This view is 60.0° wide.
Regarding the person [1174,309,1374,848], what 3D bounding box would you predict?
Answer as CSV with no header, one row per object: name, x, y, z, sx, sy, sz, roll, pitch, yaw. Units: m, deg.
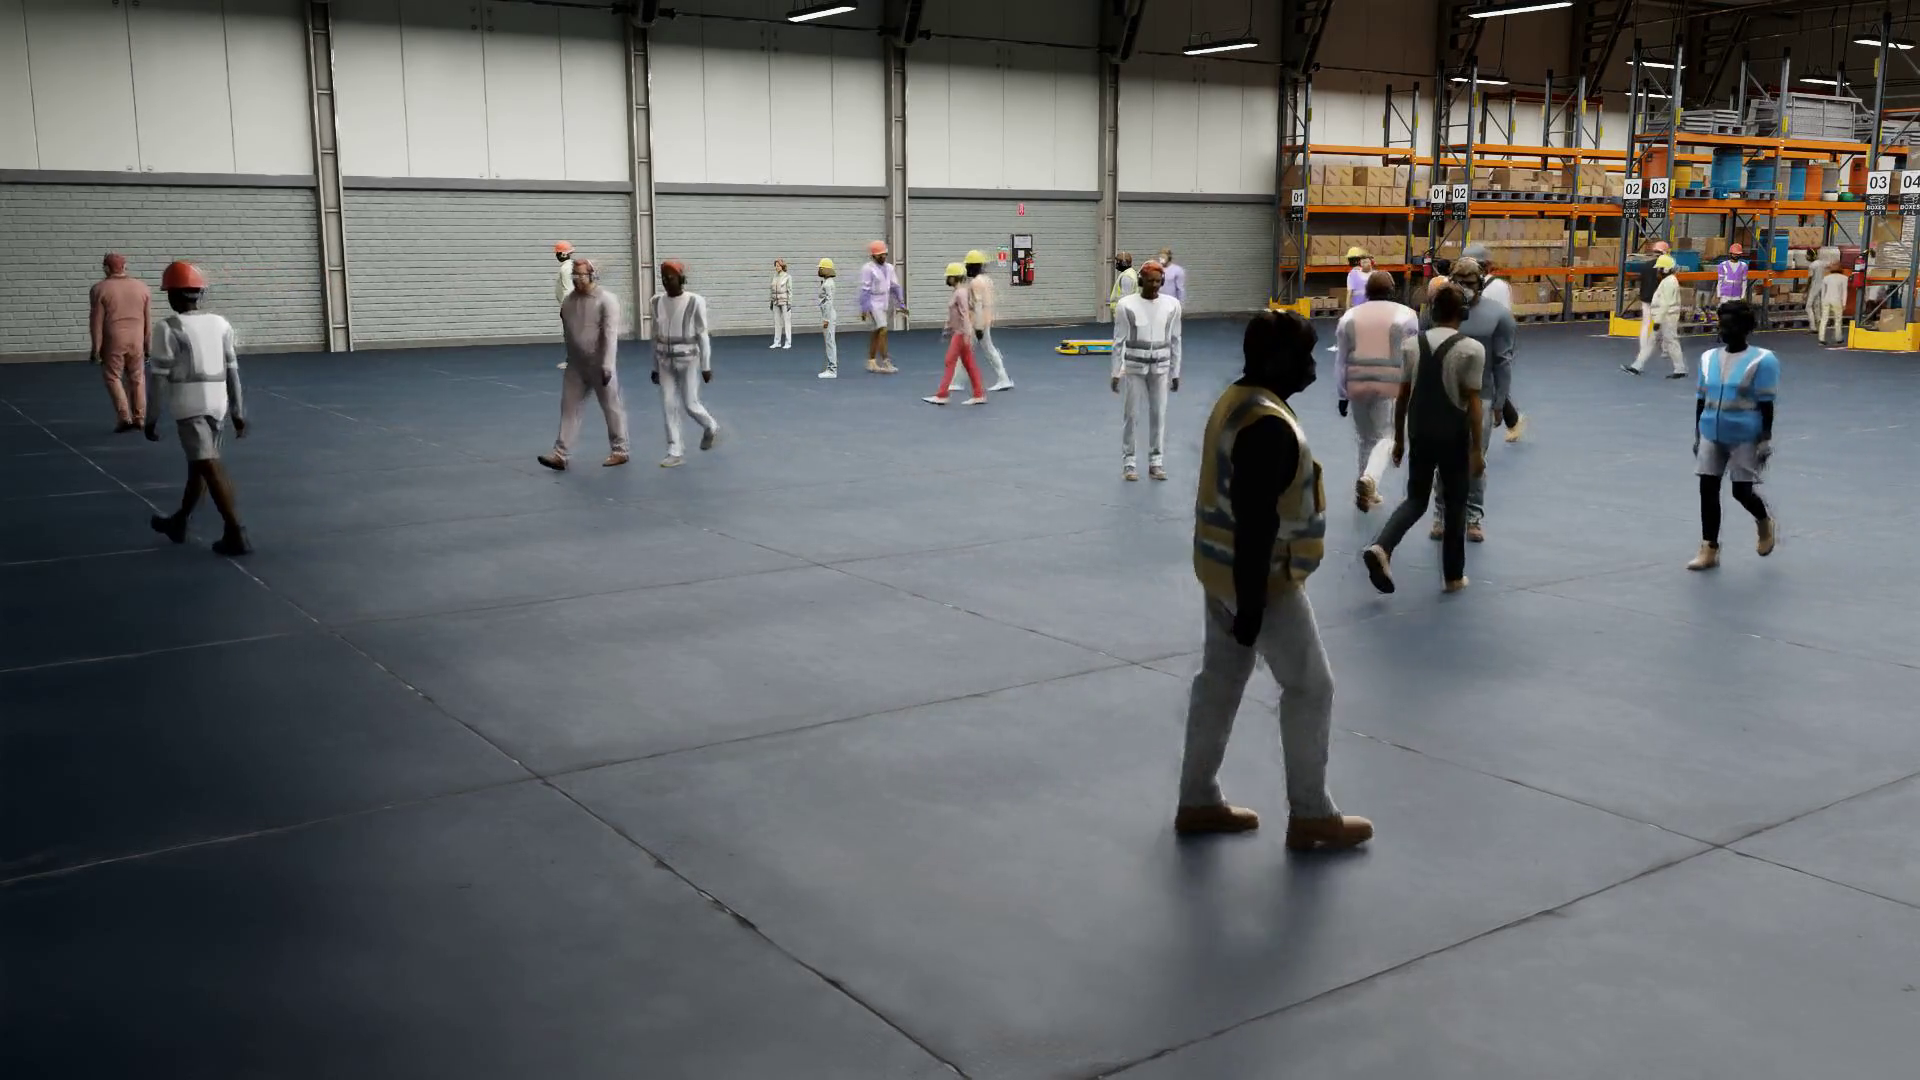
person,1.110,0.137,5.624,0.784,1.813,0.650,0,10,-3

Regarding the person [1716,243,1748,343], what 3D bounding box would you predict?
person,14.975,-4.778,32.276,0.541,1.930,0.386,2,11,12

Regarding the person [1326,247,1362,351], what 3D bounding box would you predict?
person,7.179,-4.346,30.033,0.984,1.889,0.598,1,10,5

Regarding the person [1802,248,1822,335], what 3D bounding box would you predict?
person,17.969,-5.223,34.991,0.675,1.833,0.338,-9,14,-40

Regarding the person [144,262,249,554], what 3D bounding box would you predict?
person,-5.052,-0.858,10.882,0.976,1.882,0.569,5,11,25

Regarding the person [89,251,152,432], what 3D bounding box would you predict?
person,-8.899,-2.090,17.634,0.443,1.919,0.659,8,13,38

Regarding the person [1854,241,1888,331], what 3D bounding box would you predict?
person,19.822,-5.524,36.186,1.077,1.987,0.628,-6,12,-31

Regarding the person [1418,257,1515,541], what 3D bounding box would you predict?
person,3.395,-0.942,11.267,0.631,1.921,0.406,4,11,23

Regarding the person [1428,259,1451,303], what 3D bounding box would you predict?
person,7.865,-3.730,27.150,0.315,1.696,0.540,-6,12,-28

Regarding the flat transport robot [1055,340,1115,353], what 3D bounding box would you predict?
flat transport robot,2.433,-3.419,29.353,1.431,0.197,0.652,-1,10,-7

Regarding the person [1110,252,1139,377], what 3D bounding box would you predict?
person,2.425,-3.325,24.560,0.428,1.835,0.627,2,11,10

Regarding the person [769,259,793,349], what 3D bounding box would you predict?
person,-3.304,-4.355,30.731,0.513,1.641,0.307,7,12,33

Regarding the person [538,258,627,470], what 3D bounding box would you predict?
person,-3.309,-1.540,14.713,0.662,1.857,0.982,5,11,24

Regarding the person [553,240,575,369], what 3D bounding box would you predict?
person,-6.168,-3.690,26.108,0.376,1.997,0.612,-1,10,-5

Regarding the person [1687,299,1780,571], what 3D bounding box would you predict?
person,4.821,-0.650,10.300,0.586,1.674,0.547,-7,12,-33

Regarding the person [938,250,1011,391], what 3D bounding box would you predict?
person,0.232,-2.912,22.178,0.980,1.878,0.603,2,11,13

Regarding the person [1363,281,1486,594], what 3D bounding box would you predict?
person,2.684,-0.558,9.467,0.551,1.814,0.775,10,14,43

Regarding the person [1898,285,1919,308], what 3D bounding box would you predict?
person,19.189,-4.987,33.421,0.622,1.932,0.370,6,12,28

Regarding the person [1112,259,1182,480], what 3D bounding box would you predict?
person,1.576,-1.425,14.039,0.590,1.875,0.389,-1,10,-6

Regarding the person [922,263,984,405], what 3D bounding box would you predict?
person,-0.091,-2.503,20.337,0.850,1.734,0.539,-1,10,-4

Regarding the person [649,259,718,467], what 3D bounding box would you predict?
person,-2.486,-1.606,15.063,0.586,1.865,0.685,4,11,22

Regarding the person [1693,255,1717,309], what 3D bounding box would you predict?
person,16.918,-5.640,37.794,0.286,1.633,0.499,-10,14,-43

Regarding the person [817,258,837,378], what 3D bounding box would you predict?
person,-1.954,-3.252,24.395,0.282,1.746,0.493,-1,10,-4

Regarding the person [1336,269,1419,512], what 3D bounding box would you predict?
person,3.078,-1.096,12.379,0.626,1.820,0.773,7,12,33

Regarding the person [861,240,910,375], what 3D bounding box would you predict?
person,-1.107,-3.466,24.857,0.829,1.996,0.652,7,12,33

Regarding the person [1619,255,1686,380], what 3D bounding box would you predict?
person,10.087,-3.203,24.027,0.928,1.775,0.614,4,11,20

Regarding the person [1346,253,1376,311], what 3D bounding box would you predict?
person,6.236,-3.510,25.654,0.561,1.804,0.832,3,11,14

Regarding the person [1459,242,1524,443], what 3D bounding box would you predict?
person,5.119,-1.925,16.310,0.856,2.000,0.678,-6,12,-29

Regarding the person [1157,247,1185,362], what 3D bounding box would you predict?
person,3.326,-3.804,27.053,0.651,1.890,1.035,7,12,32

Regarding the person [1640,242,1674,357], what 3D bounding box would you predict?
person,11.950,-4.101,28.449,0.908,1.955,0.630,-9,14,-40

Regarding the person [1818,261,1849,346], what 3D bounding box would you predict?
person,16.533,-4.471,31.470,0.839,1.589,0.522,-8,13,-38
